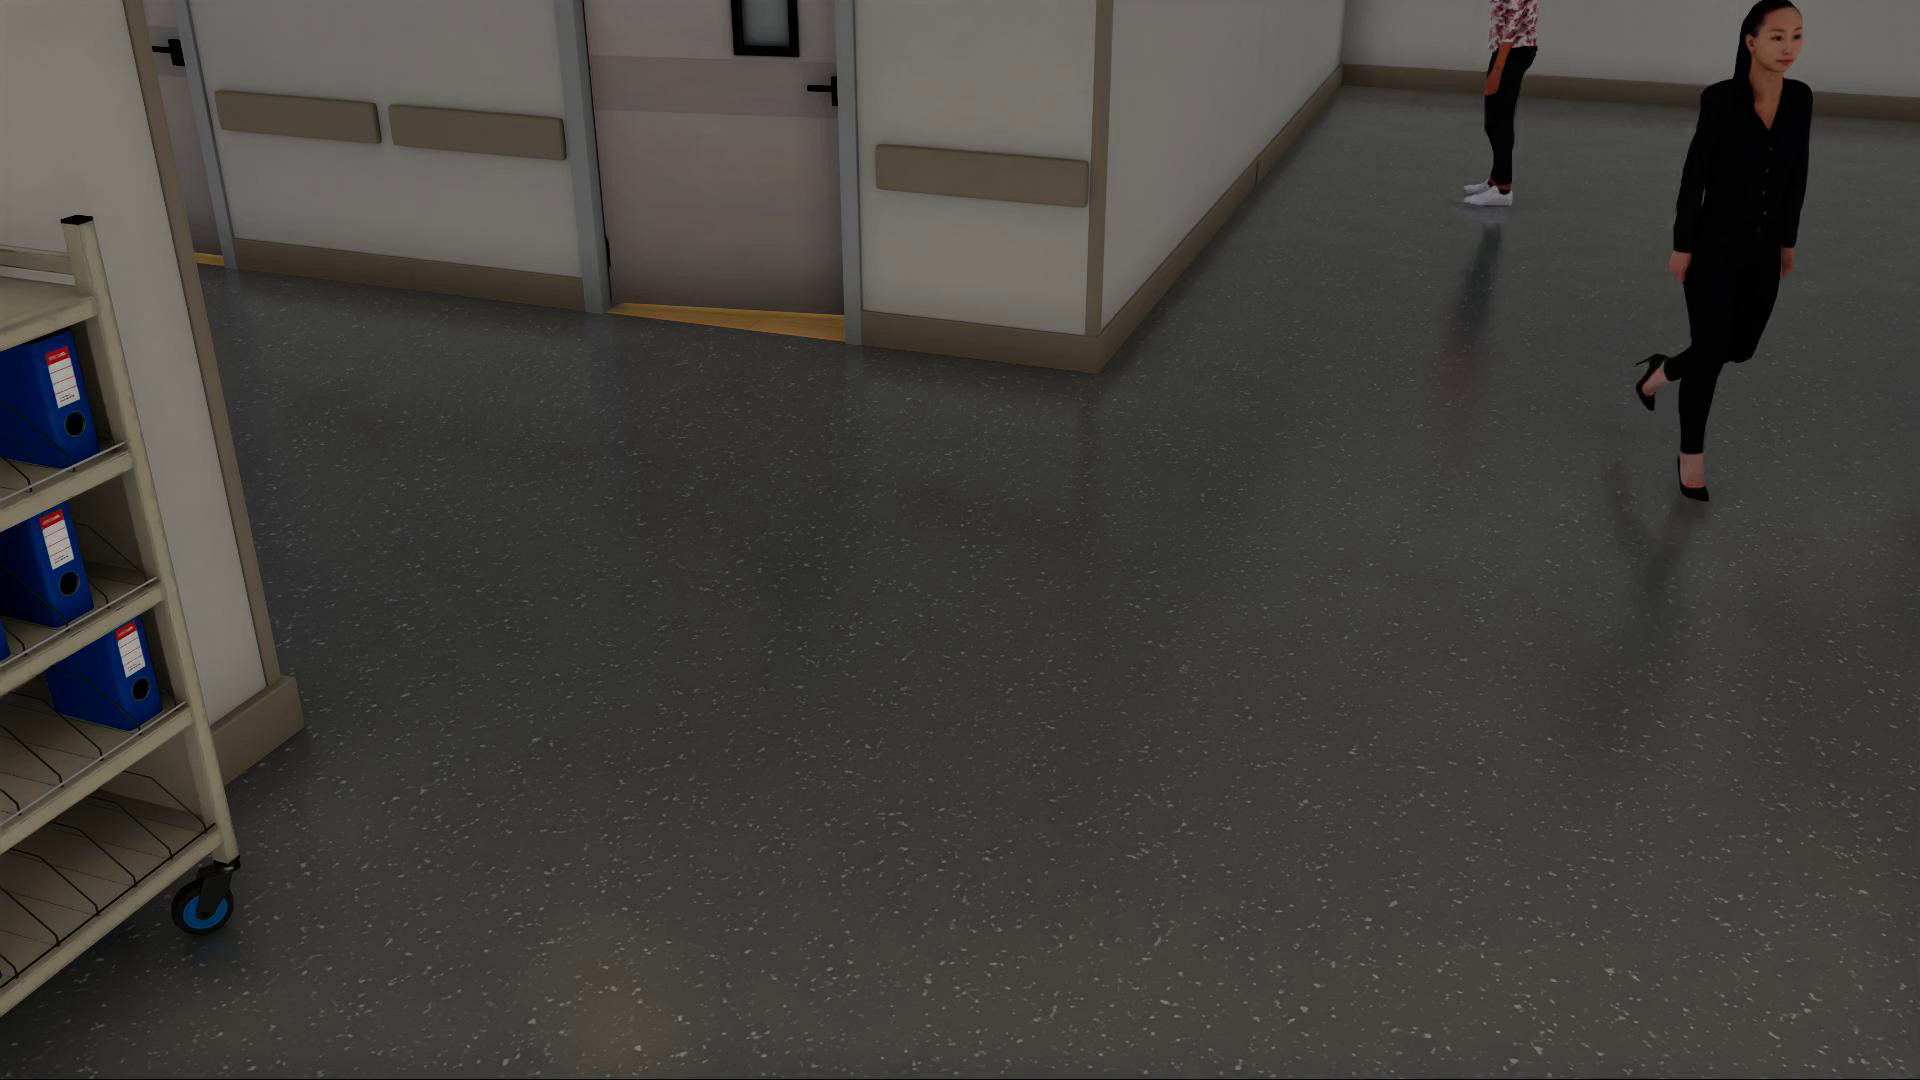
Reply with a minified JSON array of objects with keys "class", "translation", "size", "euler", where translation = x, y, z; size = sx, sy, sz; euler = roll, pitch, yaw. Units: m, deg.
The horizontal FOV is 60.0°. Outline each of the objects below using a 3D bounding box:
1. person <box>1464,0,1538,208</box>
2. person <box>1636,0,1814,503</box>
[{"class":"person","translation":[3.090,-2.710,9.378],"size":[0.666,1.624,0.487],"euler":[18,31,33]},{"class":"person","translation":[2.610,-0.988,5.721],"size":[0.837,1.698,0.967],"euler":[-4,26,-9]}]
